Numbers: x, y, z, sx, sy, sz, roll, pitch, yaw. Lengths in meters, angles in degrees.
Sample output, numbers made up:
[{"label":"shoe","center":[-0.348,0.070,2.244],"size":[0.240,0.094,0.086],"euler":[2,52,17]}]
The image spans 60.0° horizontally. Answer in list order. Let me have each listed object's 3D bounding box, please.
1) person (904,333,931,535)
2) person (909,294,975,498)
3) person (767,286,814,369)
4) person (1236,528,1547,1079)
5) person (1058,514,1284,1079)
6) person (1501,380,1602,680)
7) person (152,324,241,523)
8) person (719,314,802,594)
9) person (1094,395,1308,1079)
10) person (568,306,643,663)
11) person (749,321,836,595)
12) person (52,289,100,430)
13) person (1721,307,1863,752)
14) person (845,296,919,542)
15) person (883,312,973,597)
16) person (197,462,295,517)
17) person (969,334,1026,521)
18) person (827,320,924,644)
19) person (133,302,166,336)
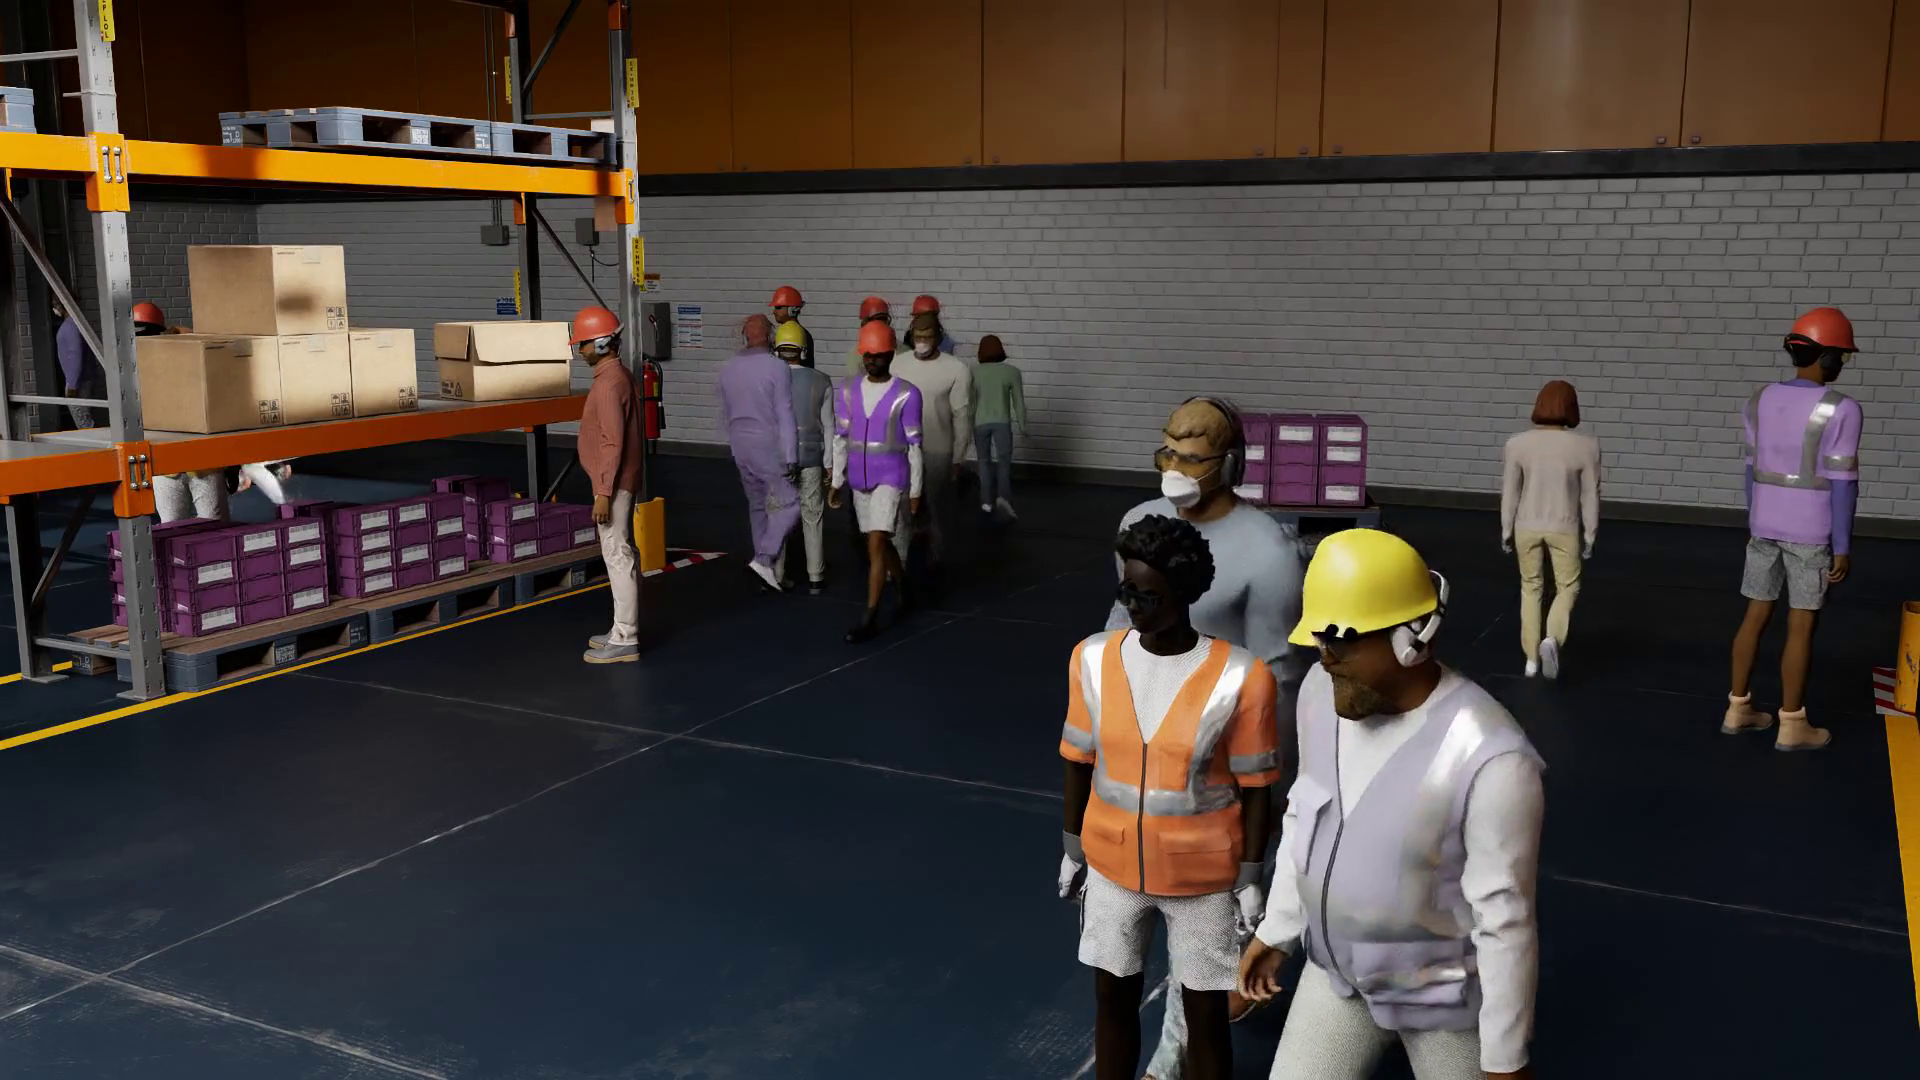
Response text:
[{"label":"person","center":[-0.357,-0.887,13.553],"size":[0.592,1.676,0.554],"euler":[9,13,41]},{"label":"person","center":[-0.209,-1.305,15.327],"size":[0.829,1.909,0.549],"euler":[7,12,33]},{"label":"person","center":[-1.468,-1.189,14.391],"size":[0.379,1.996,0.610],"euler":[-6,11,-31]},{"label":"person","center":[0.856,0.847,3.248],"size":[0.698,1.771,0.608],"euler":[-6,11,-30]},{"label":"person","center":[0.473,0.772,3.902],"size":[0.540,1.694,0.317],"euler":[5,11,27]},{"label":"person","center":[3.108,-0.035,8.808],"size":[0.506,1.619,0.549],"euler":[5,11,28]},{"label":"person","center":[-4.889,-0.446,10.566],"size":[0.625,1.836,0.428],"euler":[-1,10,-6]},{"label":"person","center":[-1.308,-0.564,11.115],"size":[0.688,1.878,0.434],"euler":[8,13,39]},{"label":"person","center":[0.669,0.564,4.444],"size":[0.712,1.923,0.640],"euler":[-7,12,-36]},{"label":"person","center":[-1.964,-0.308,9.309],"size":[0.391,1.988,0.611],"euler":[-1,10,-4]},{"label":"person","center":[-1.117,-0.540,11.101],"size":[0.591,1.833,0.403],"euler":[-1,10,-7]},{"label":"person","center":[-8.930,-1.579,16.834],"size":[0.372,1.933,0.627],"euler":[-3,10,-19]},{"label":"person","center":[3.881,-0.049,7.692],"size":[0.412,2.034,0.603],"euler":[-4,11,-22]},{"label":"person","center":[-0.609,-0.946,13.149],"size":[0.660,1.952,0.975],"euler":[-5,11,-27]},{"label":"person","center":[-0.251,-0.560,11.063],"size":[0.638,1.882,1.025],"euler":[2,10,13]},{"label":"person","center":[-5.847,-0.953,13.481],"size":[0.964,1.848,0.572],"euler":[-5,11,-25]},{"label":"person","center":[0.298,-0.979,14.366],"size":[0.531,1.586,0.859],"euler":[1,10,3]},{"label":"person","center":[-0.459,-0.383,10.041],"size":[0.538,1.900,1.001],"euler":[5,11,26]},{"label":"person","center":[-5.788,-0.734,11.950],"size":[0.543,1.928,0.372],"euler":[0,10,0]}]
